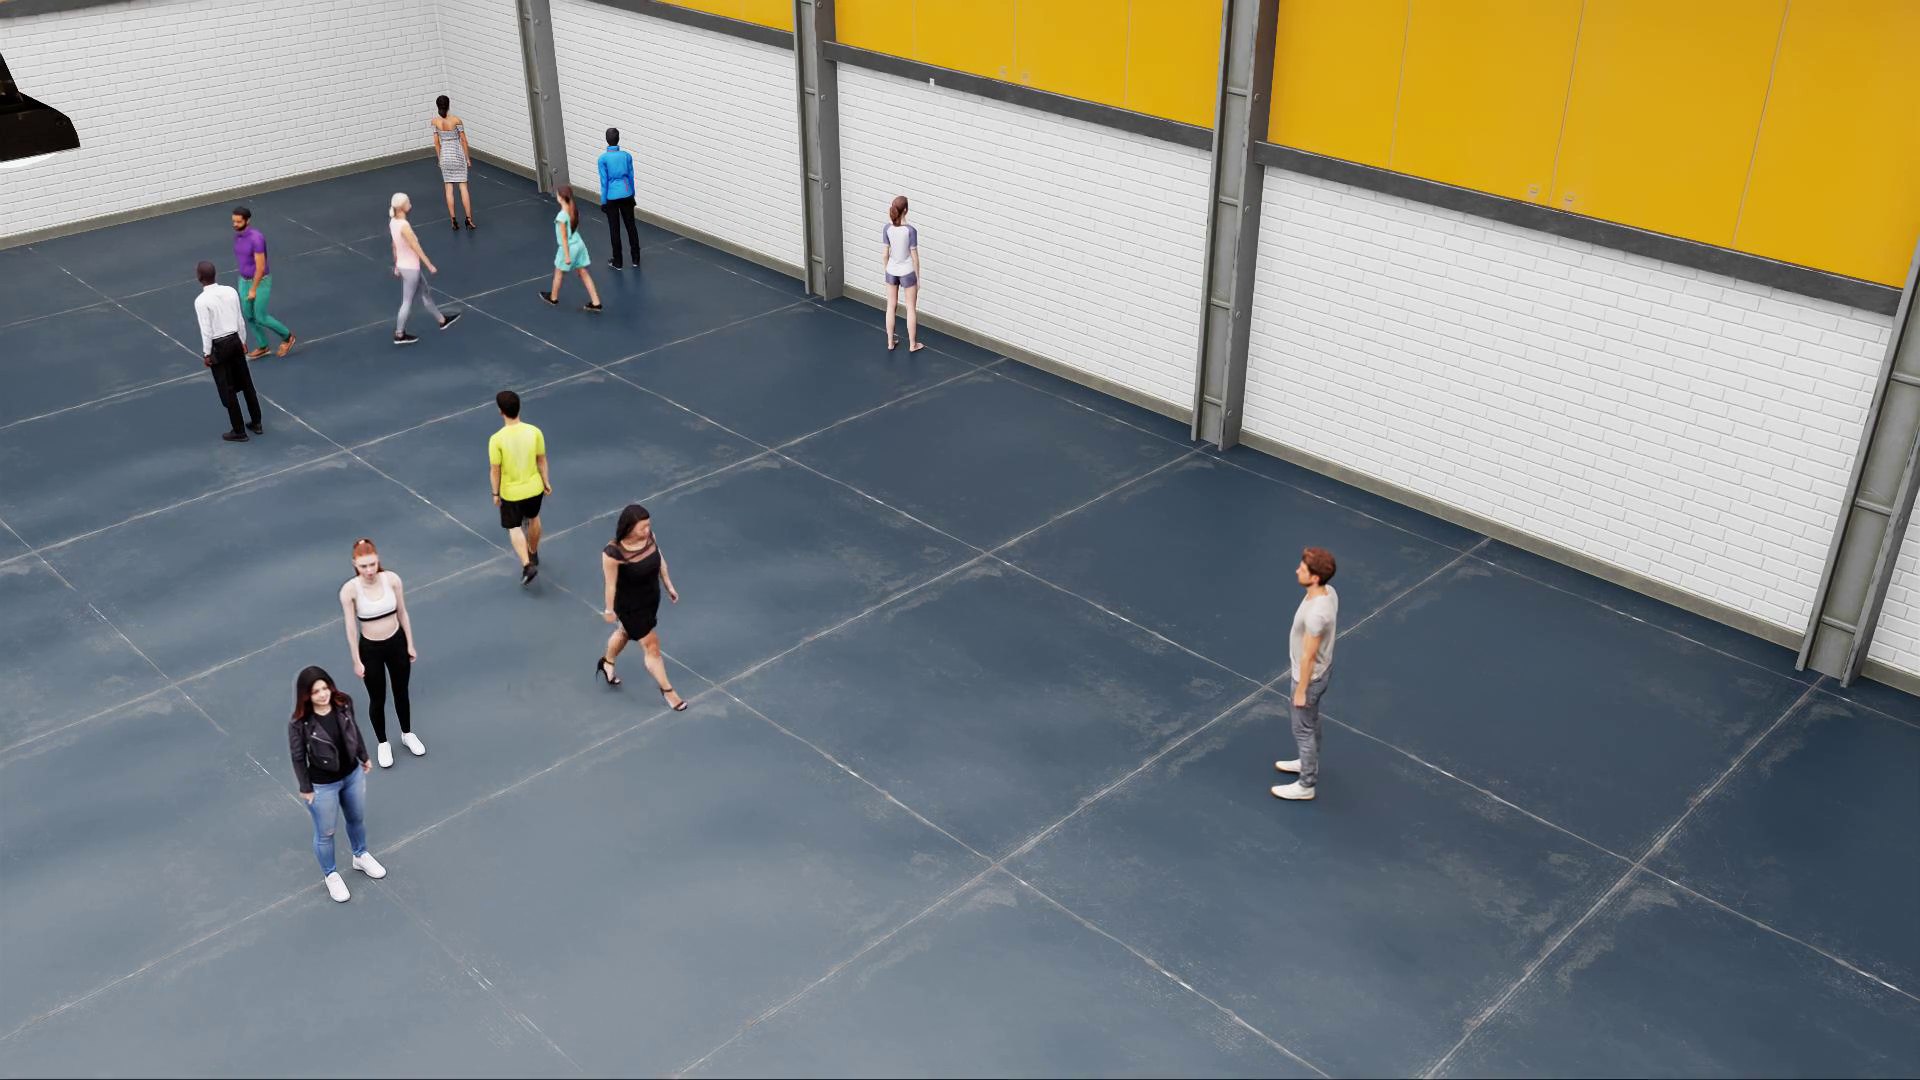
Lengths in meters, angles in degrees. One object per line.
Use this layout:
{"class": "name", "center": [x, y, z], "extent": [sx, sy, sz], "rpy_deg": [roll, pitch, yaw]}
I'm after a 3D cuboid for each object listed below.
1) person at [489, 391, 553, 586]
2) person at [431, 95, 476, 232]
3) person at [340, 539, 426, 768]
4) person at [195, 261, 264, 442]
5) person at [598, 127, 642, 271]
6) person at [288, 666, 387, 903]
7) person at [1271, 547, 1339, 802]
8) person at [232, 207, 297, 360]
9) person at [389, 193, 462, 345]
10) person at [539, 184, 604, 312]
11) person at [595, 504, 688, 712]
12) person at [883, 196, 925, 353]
{"class": "person", "center": [-3.671, -0.426, 13.958], "extent": [0.789, 1.687, 1.039], "rpy_deg": [-16, 33, -27]}
{"class": "person", "center": [-6.802, -5.061, 22.315], "extent": [0.675, 1.822, 0.730], "rpy_deg": [-1, 29, -1]}
{"class": "person", "center": [-4.056, 0.779, 11.693], "extent": [0.616, 1.742, 0.549], "rpy_deg": [-19, 34, -31]}
{"class": "person", "center": [-7.270, -1.874, 16.459], "extent": [0.630, 1.835, 0.703], "rpy_deg": [15, 32, 25]}
{"class": "person", "center": [-4.305, -4.311, 20.968], "extent": [0.664, 1.794, 0.608], "rpy_deg": [-17, 33, -28]}
{"class": "person", "center": [-3.944, 1.501, 10.482], "extent": [0.581, 1.633, 0.656], "rpy_deg": [20, 35, 33]}
{"class": "person", "center": [2.385, 0.903, 11.308], "extent": [0.713, 1.892, 0.721], "rpy_deg": [8, 30, 14]}
{"class": "person", "center": [-7.673, -2.820, 18.286], "extent": [0.797, 1.747, 0.795], "rpy_deg": [20, 34, 32]}
{"class": "person", "center": [-6.263, -3.005, 18.689], "extent": [0.738, 1.685, 1.038], "rpy_deg": [-19, 34, -31]}
{"class": "person", "center": [-4.510, -3.393, 19.584], "extent": [1.125, 1.509, 0.747], "rpy_deg": [14, 32, 24]}
{"class": "person", "center": [-2.480, 0.475, 12.333], "extent": [1.153, 1.662, 0.885], "rpy_deg": [14, 32, 24]}
{"class": "person", "center": [-0.657, -2.970, 18.540], "extent": [0.613, 1.766, 0.720], "rpy_deg": [10, 30, 17]}
